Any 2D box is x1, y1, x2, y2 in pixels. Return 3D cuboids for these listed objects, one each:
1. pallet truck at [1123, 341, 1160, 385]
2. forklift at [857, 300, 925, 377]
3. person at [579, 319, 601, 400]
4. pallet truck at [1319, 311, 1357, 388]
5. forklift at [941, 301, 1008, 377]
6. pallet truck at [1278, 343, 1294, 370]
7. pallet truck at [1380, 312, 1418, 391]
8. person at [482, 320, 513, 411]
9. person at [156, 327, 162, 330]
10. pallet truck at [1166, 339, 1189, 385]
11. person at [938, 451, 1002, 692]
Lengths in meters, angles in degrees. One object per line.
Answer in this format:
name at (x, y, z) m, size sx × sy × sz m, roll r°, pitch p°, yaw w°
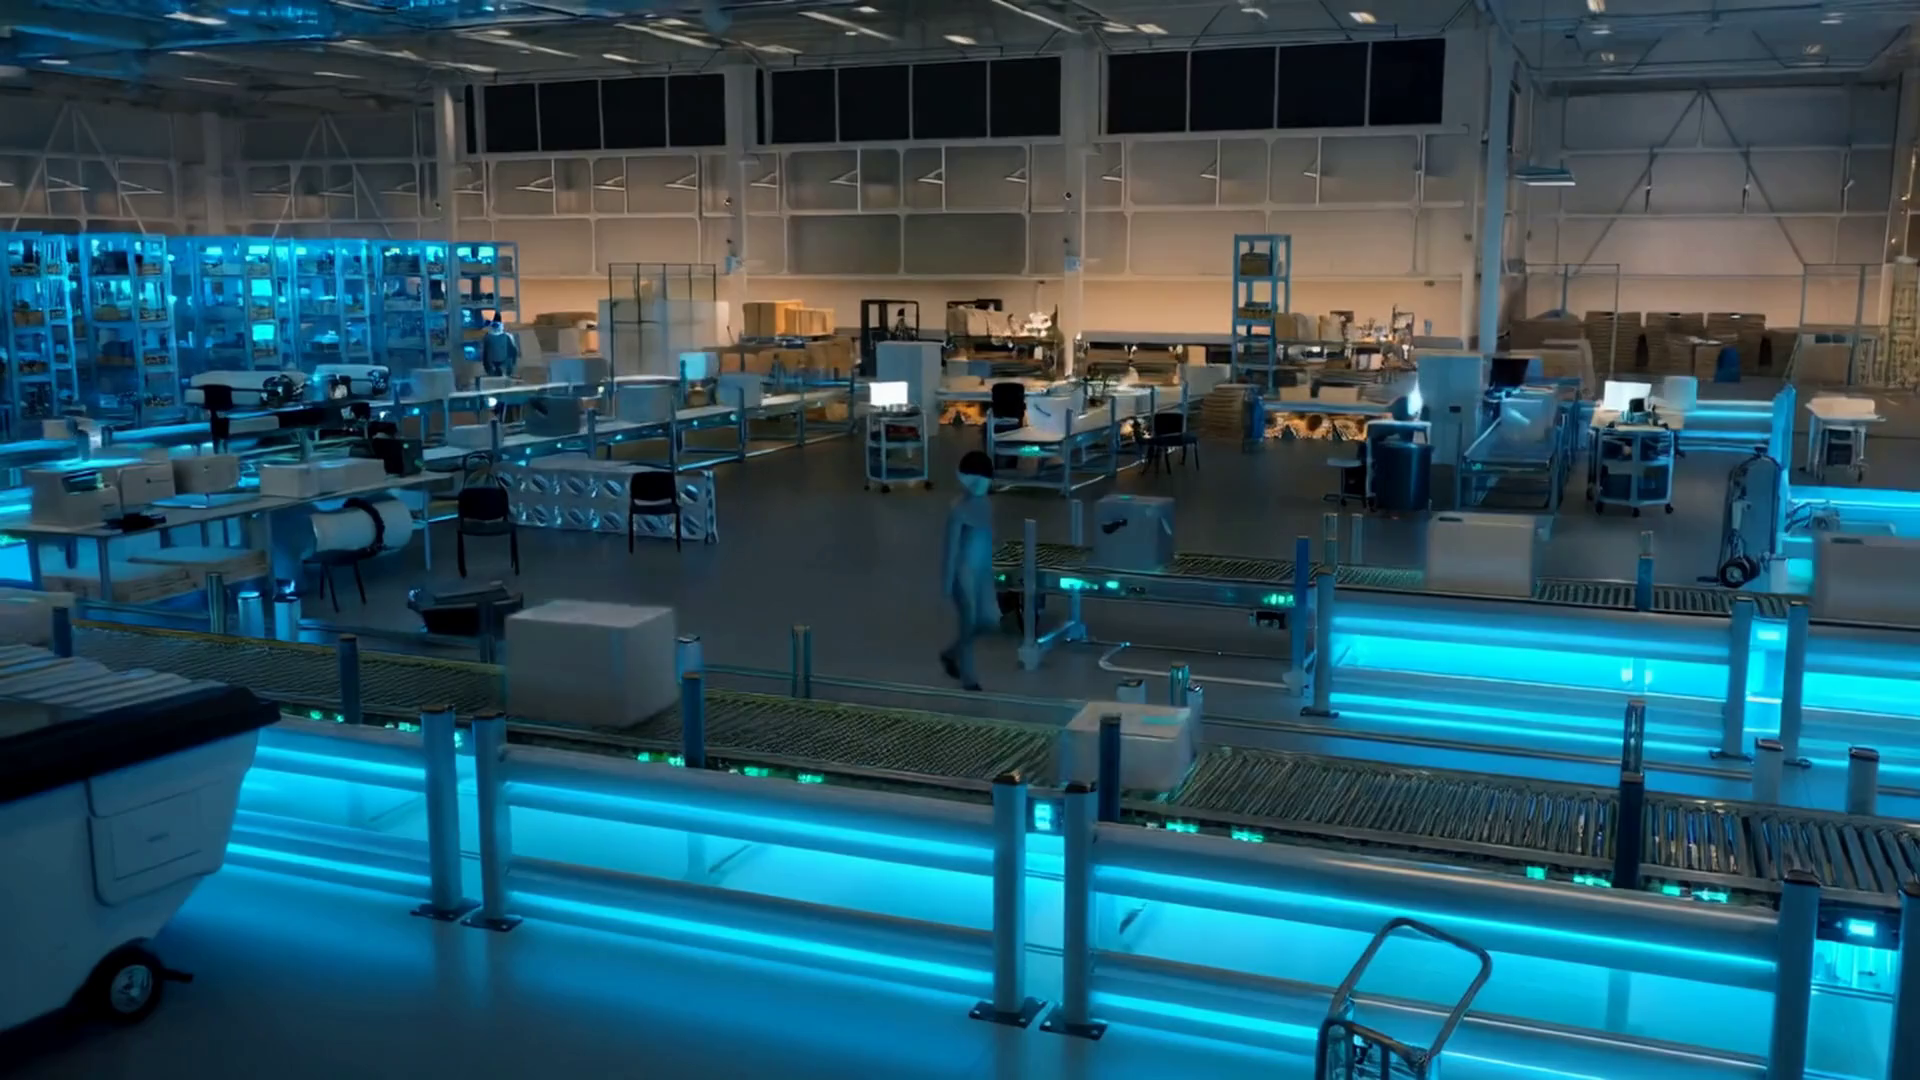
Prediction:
pallet truck at (4.445, -4.380, 41.279) m, size 0.680 × 1.201 × 1.601 m, roll 4°, pitch 10°, yaw 22°
forklift at (-1.732, -5.109, 42.468) m, size 1.157 × 1.987 × 2.680 m, roll 4°, pitch 10°, yaw 22°
person at (-8.410, -4.091, 37.700) m, size 0.403 × 1.835 × 0.588 m, roll 6°, pitch 11°, yaw 34°
pallet truck at (9.071, -4.419, 39.190) m, size 0.823 × 1.965 × 1.885 m, roll 5°, pitch 10°, yaw 26°
forklift at (0.365, -4.966, 41.571) m, size 1.157 × 1.987 × 2.680 m, roll 3°, pitch 10°, yaw 20°
pallet truck at (7.886, -4.163, 39.743) m, size 0.653 × 1.274 × 1.630 m, roll 4°, pitch 10°, yaw 22°
pallet truck at (10.207, -4.283, 38.369) m, size 0.823 × 1.965 × 1.885 m, roll 3°, pitch 10°, yaw 20°
person at (-9.692, -3.651, 34.819) m, size 0.654 × 1.904 × 0.407 m, roll 1°, pitch 9°, yaw 6°
person at (-17.884, -4.001, 37.177) m, size 0.569 × 1.831 × 0.411 m, roll -7°, pitch 12°, yaw -36°
pallet truck at (5.418, -4.269, 40.420) m, size 0.704 × 1.261 × 1.522 m, roll 3°, pitch 10°, yaw 20°
person at (0.056, 0.239, 11.678) m, size 0.443 × 1.752 × 0.544 m, roll 6°, pitch 11°, yaw 32°
